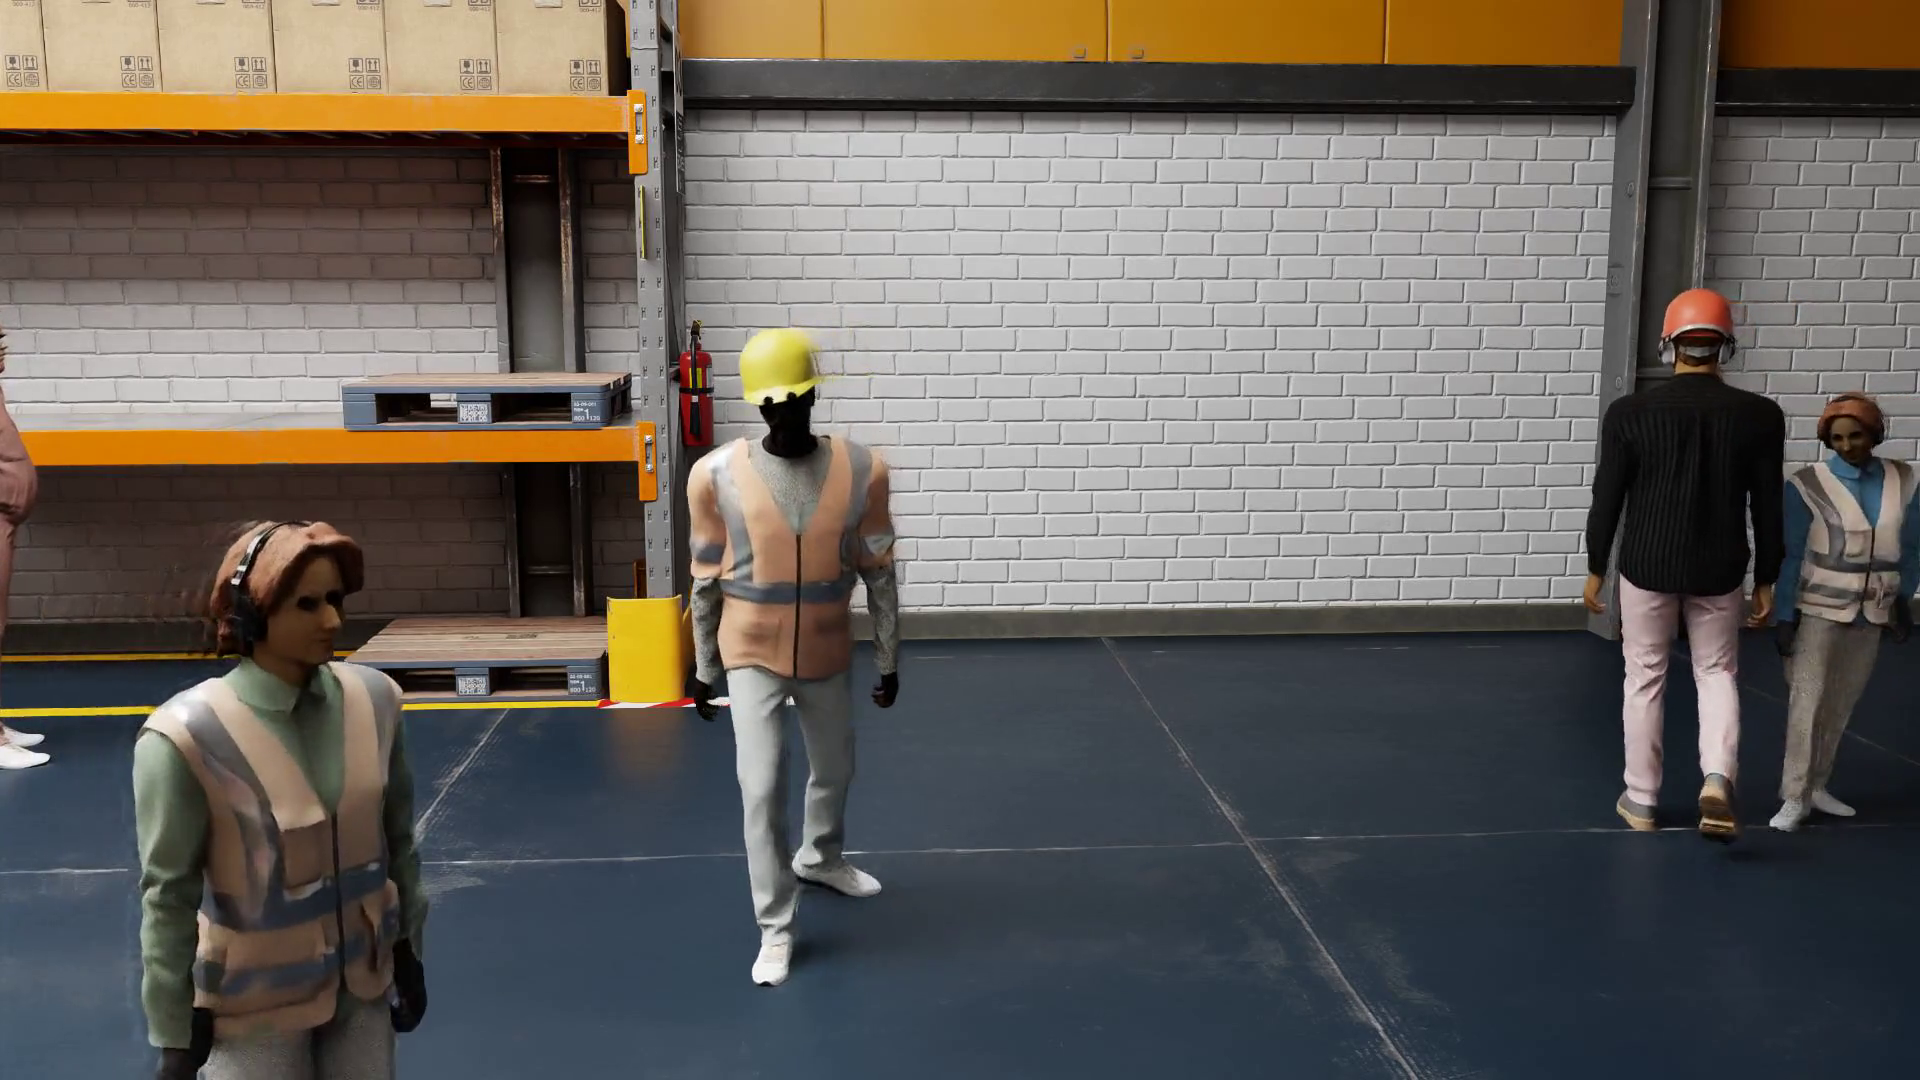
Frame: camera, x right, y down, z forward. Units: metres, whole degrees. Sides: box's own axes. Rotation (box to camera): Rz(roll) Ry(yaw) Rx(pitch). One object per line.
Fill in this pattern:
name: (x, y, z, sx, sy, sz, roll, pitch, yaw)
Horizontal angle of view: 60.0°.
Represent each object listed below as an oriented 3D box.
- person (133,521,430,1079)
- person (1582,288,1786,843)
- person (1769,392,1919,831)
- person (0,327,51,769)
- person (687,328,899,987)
person: (-1.132, 0.769, 2.800, 0.416, 1.624, 0.538, 5, 10, 29)
person: (2.556, 0.105, 5.884, 0.644, 1.979, 0.666, 2, 9, 13)
person: (3.187, 0.263, 6.072, 0.552, 1.611, 0.446, -1, 9, -7)
person: (-4.019, -0.015, 6.874, 0.399, 1.908, 0.643, -5, 10, -29)
person: (-0.498, 0.305, 4.976, 0.647, 1.886, 0.756, -3, 10, -18)
